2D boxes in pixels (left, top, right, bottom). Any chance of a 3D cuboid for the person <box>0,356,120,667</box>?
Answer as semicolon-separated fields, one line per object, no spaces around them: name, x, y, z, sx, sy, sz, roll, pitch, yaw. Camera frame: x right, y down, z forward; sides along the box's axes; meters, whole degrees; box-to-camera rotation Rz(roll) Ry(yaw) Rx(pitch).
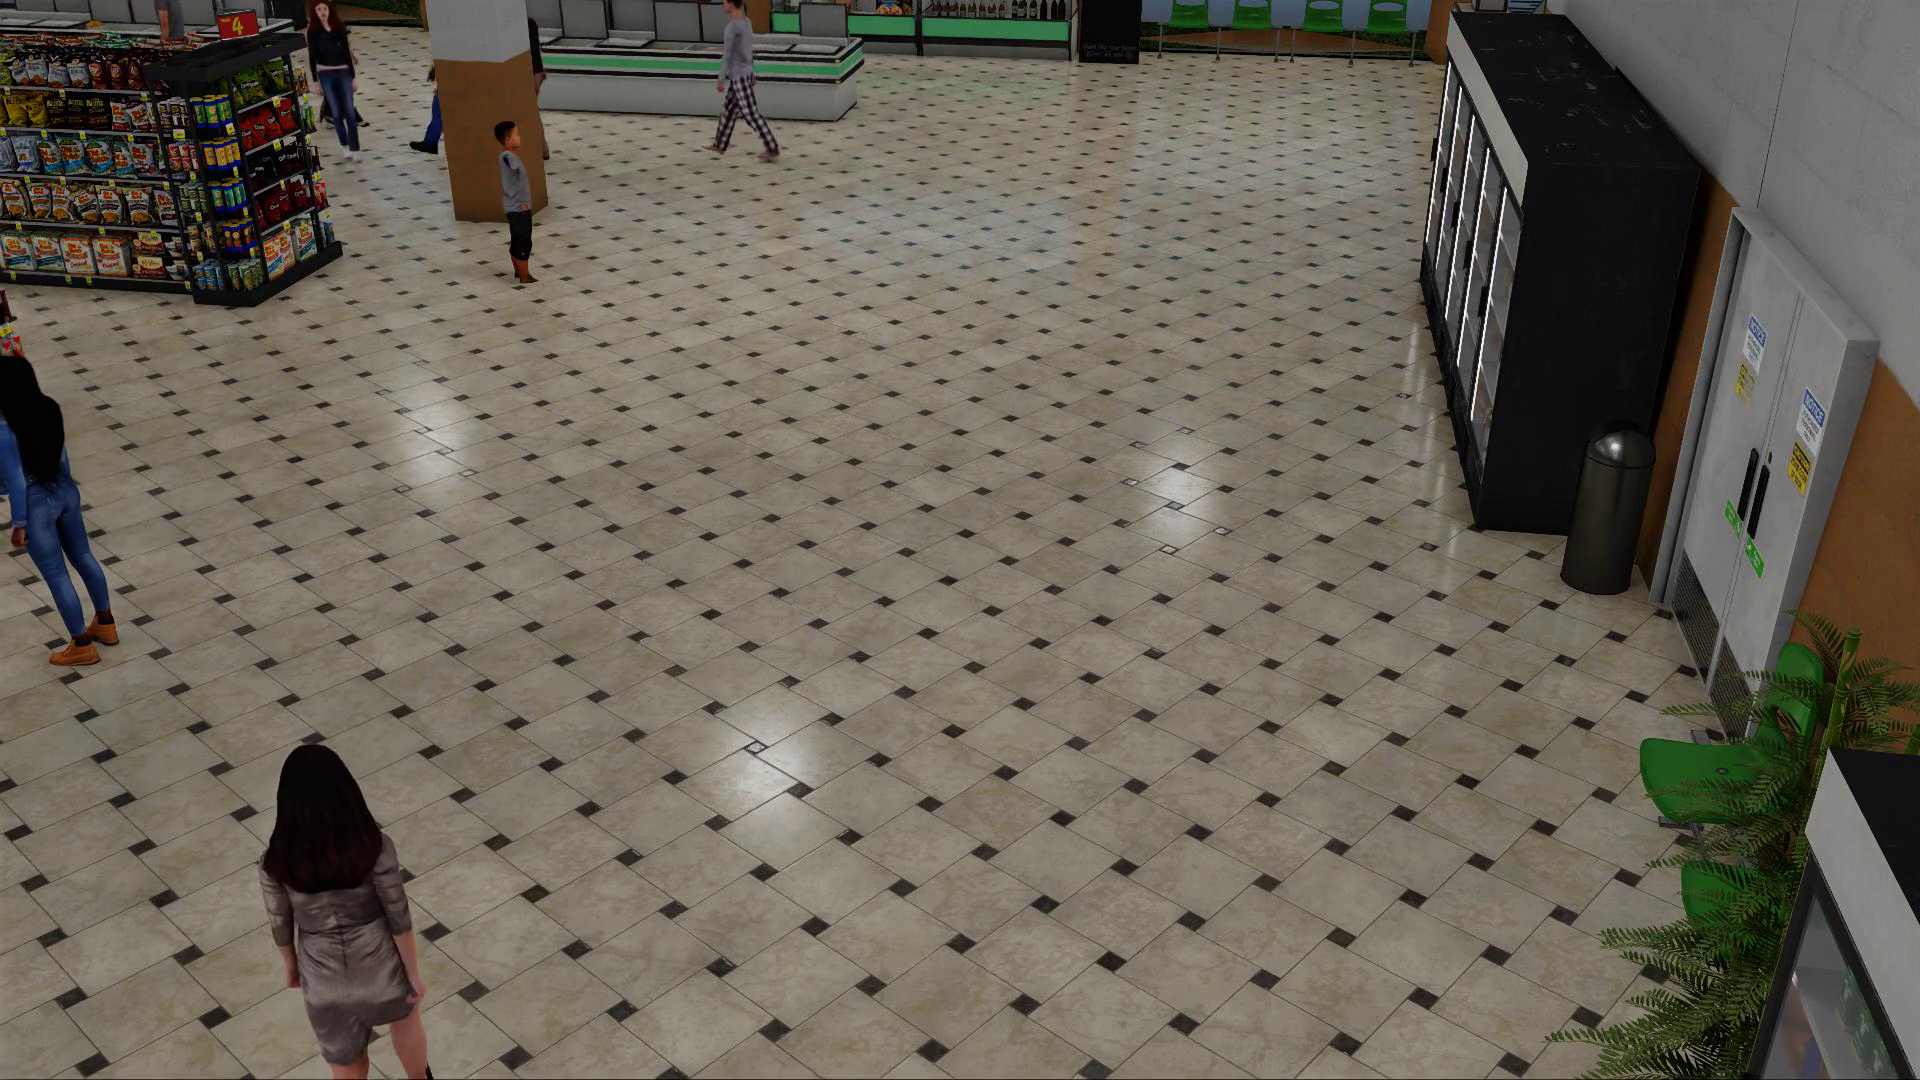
person;-4.732;-0.154;8.647;0.500;1.712;0.595;5;27;10

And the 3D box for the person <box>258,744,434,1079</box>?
person;-1.962;1.492;5.395;0.919;1.719;0.883;-7;28;-13

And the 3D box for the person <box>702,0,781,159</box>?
person;-2.320;-5.036;18.183;1.178;1.795;0.709;7;28;13

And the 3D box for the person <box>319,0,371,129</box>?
person;-7.461;-5.650;19.655;1.065;1.558;0.715;10;29;19

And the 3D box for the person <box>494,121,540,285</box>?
person;-3.874;-2.982;14.507;0.672;1.456;0.643;-12;29;-22

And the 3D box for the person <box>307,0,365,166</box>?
person;-6.844;-5.025;18.206;1.086;1.754;1.023;-10;29;-19
